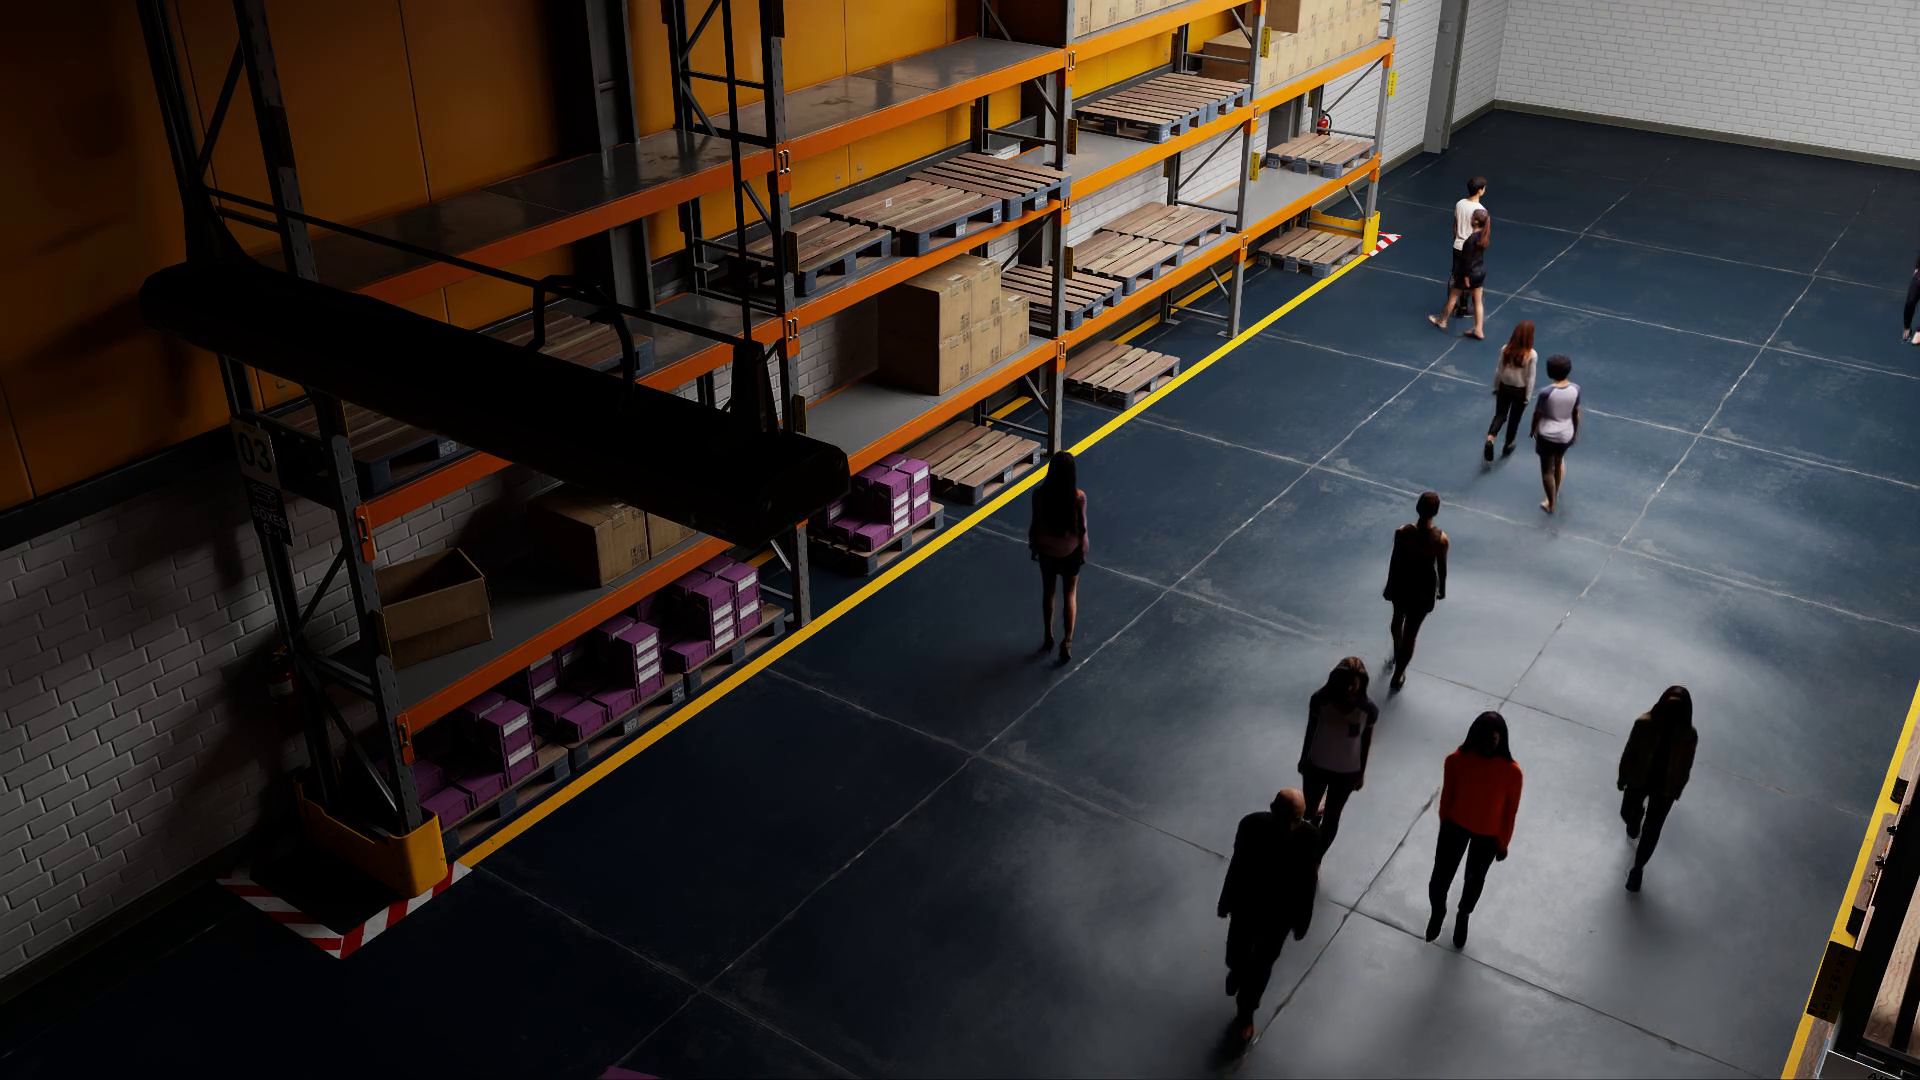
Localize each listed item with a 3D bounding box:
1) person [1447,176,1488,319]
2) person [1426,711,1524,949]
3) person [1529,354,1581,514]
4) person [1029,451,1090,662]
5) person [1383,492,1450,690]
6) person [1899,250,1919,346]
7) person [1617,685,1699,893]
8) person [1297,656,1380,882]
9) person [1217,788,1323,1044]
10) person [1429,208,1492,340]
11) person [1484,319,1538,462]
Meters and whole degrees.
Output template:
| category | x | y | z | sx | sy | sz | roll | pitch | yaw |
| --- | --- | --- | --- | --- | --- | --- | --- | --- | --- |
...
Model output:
| category | x | y | z | sx | sy | sz | roll | pitch | yaw |
| --- | --- | --- | --- | --- | --- | --- | --- | --- | --- |
| person | 6.139 | -3.560 | 20.125 | 0.683 | 1.722 | 0.700 | -15 | 32 | -26 |
| person | 3.202 | 1.763 | 10.348 | 0.681 | 1.740 | 0.673 | 10 | 30 | 18 |
| person | 5.584 | -0.963 | 15.560 | 0.806 | 1.534 | 0.866 | -2 | 29 | -3 |
| person | 0.789 | 0.130 | 13.267 | 0.745 | 1.812 | 0.764 | 5 | 29 | 9 |
| person | 3.496 | 0.420 | 12.902 | 0.698 | 1.652 | 0.995 | 13 | 31 | 22 |
| person | 11.268 | -3.050 | 19.215 | 0.670 | 1.698 | 0.650 | -24 | 37 | -36 |
| person | 4.579 | 1.569 | 10.996 | 0.648 | 1.461 | 0.925 | 14 | 31 | 23 |
| person | 2.478 | 1.447 | 10.957 | 0.717 | 1.711 | 0.833 | 13 | 31 | 22 |
| person | 1.795 | 2.094 | 9.703 | 0.852 | 1.776 | 0.915 | 9 | 30 | 16 |
| person | 6.069 | -3.095 | 19.479 | 0.948 | 1.524 | 0.797 | -18 | 34 | -30 |
| person | 5.478 | -1.460 | 16.538 | 0.546 | 1.470 | 0.873 | 19 | 34 | 31 |
